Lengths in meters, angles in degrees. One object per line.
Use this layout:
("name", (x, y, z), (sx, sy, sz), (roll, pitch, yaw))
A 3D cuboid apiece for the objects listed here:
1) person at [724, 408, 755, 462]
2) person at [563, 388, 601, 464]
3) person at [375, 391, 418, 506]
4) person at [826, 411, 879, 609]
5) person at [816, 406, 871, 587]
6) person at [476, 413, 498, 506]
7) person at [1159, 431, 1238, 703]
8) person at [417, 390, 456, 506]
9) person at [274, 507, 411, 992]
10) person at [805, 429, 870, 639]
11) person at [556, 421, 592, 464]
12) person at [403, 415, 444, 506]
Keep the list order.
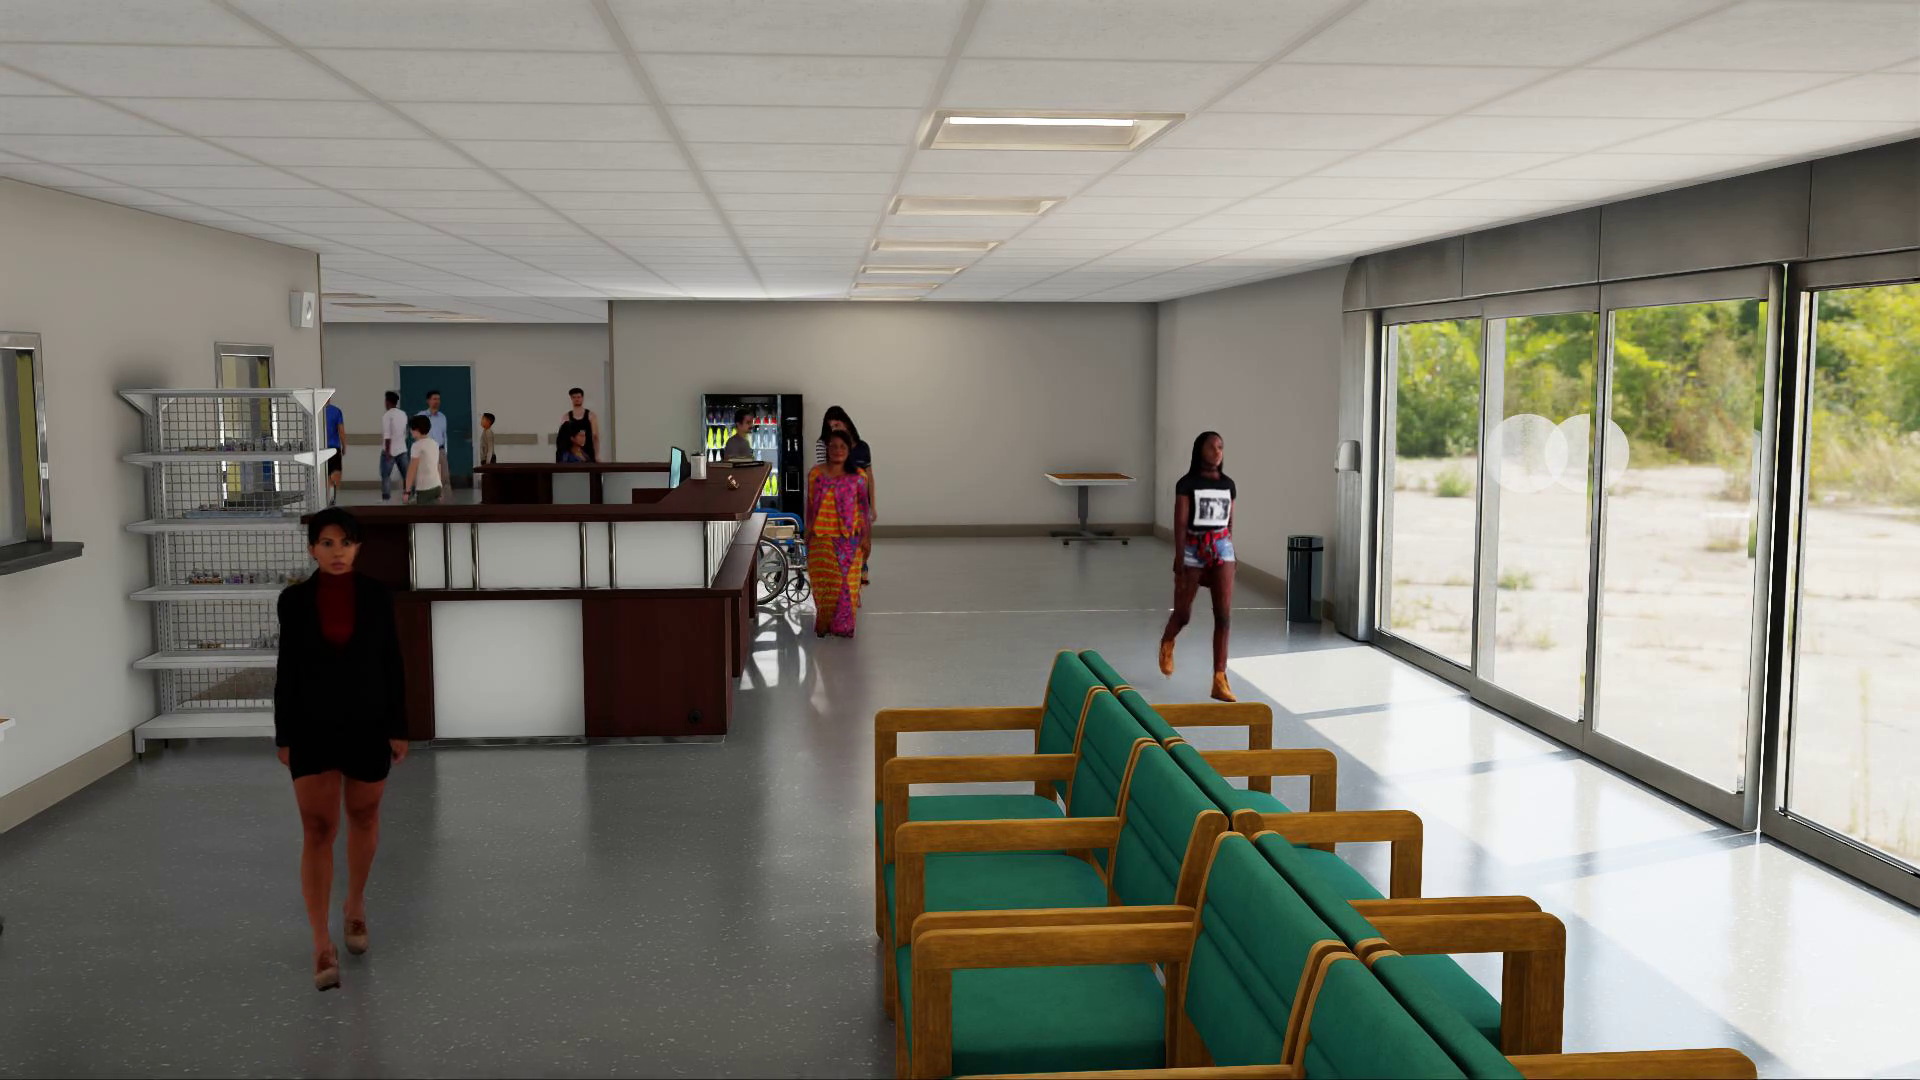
("person", (-2.256, -0.425, 16.423), (0.633, 1.740, 0.659), (0, 6, 1))
("person", (-5.227, -1.160, 23.094), (1.052, 1.867, 0.768), (0, 6, -3))
("person", (-8.733, -1.396, 25.900), (1.253, 1.777, 1.073), (3, 7, 30))
("person", (-0.972, -0.265, 14.871), (0.873, 1.733, 0.706), (-1, 6, -12))
("person", (-1.250, -0.376, 15.931), (1.081, 1.741, 1.051), (5, 8, 40))
("person", (-7.417, -1.266, 26.156), (0.639, 1.465, 0.630), (-3, 7, -31))
("person", (1.526, 0.167, 10.712), (1.051, 1.706, 0.798), (-2, 6, -18))
("person", (-7.607, -1.194, 23.816), (1.224, 1.792, 1.170), (-5, 7, -39))
("person", (-2.168, 0.708, 5.828), (0.999, 1.608, 0.854), (-3, 6, -25))
("person", (-0.964, -0.050, 13.133), (0.716, 1.654, 0.767), (0, 6, 1))
("person", (-3.910, -0.359, 16.634), (1.135, 1.568, 0.825), (1, 6, 12))
("person", (-5.600, -0.505, 17.717), (0.758, 1.642, 0.646), (1, 6, 11))
